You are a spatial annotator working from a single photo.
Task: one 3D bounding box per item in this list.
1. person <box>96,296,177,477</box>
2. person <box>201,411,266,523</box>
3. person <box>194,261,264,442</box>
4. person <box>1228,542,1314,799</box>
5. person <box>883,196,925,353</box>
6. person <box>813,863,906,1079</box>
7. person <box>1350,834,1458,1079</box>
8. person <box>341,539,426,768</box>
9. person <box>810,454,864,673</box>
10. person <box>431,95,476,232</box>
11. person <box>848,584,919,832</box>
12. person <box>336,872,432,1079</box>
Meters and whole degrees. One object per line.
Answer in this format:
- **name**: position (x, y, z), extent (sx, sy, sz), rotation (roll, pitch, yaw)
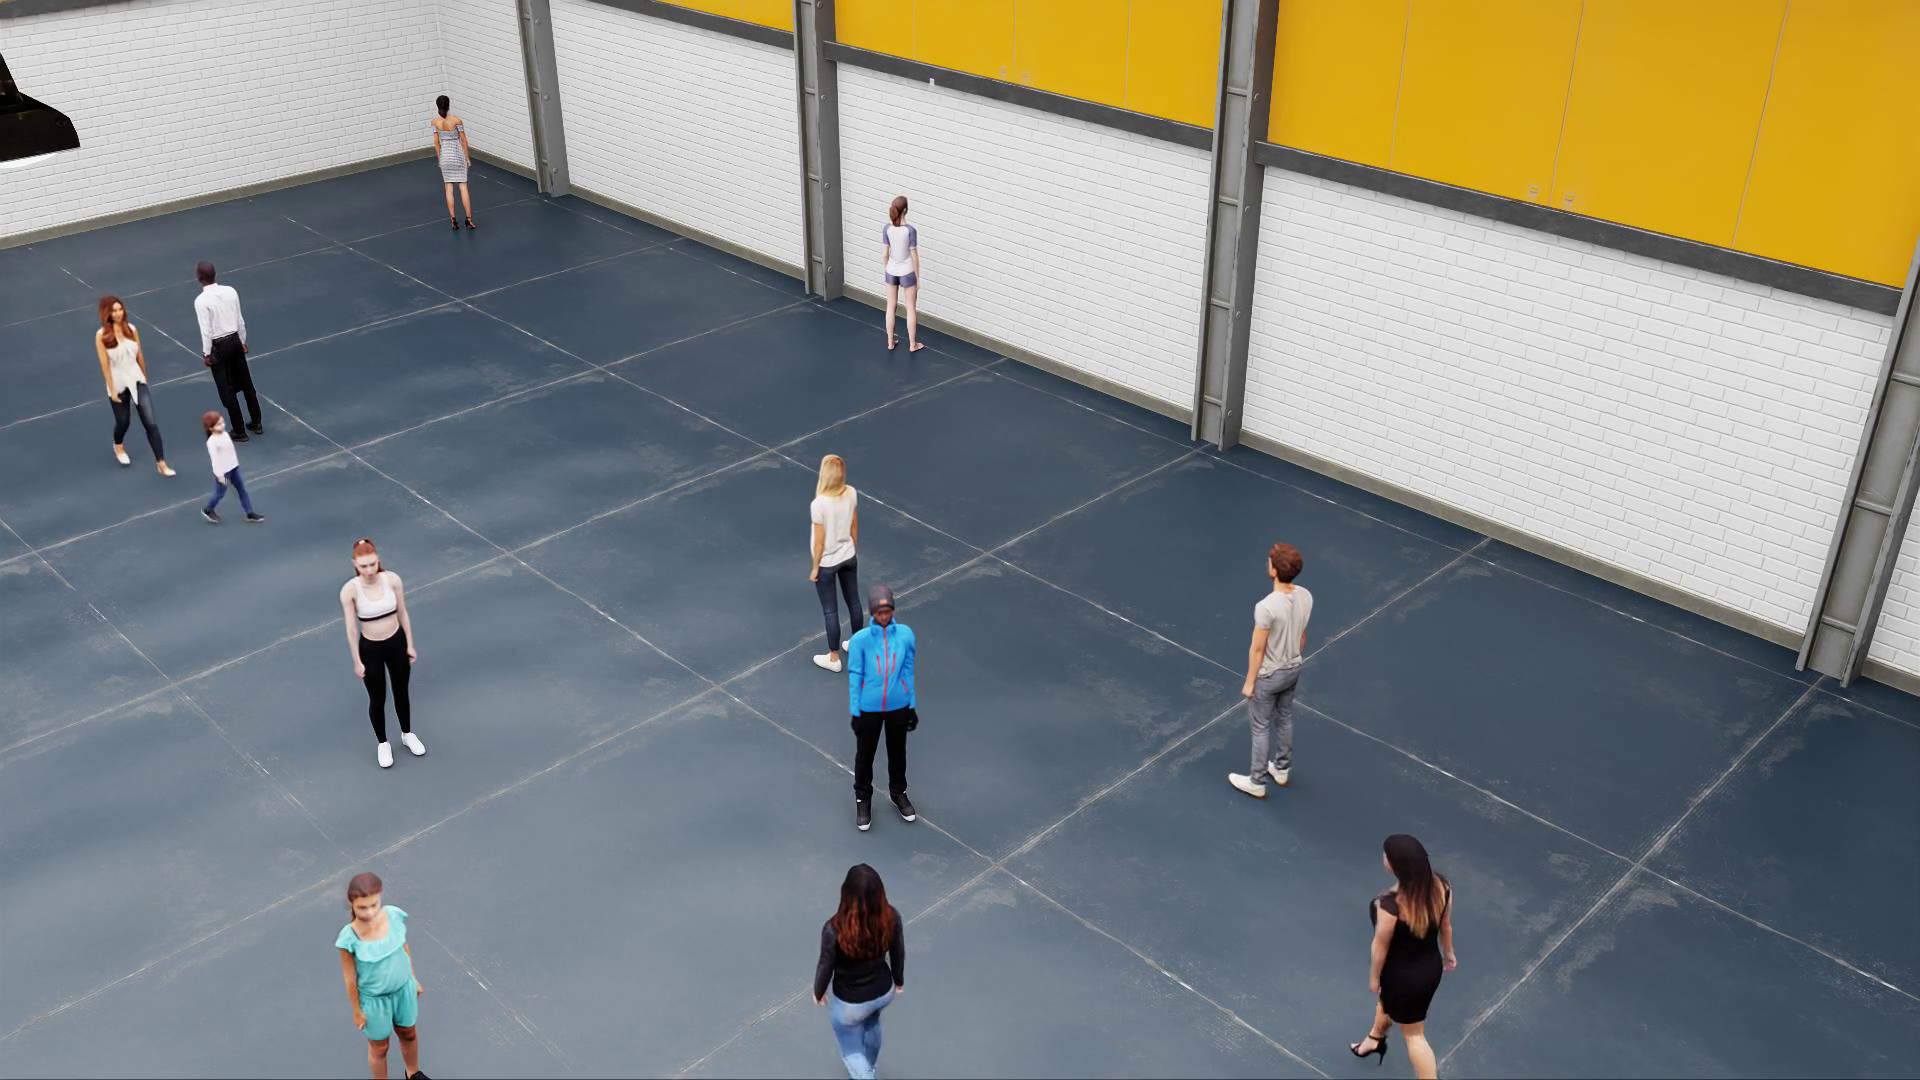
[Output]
- **person**: position (-7.955, -1.454, 15.772), extent (1.109, 1.756, 0.665), rotation (22, 35, 34)
- **person**: position (-6.675, -0.649, 14.990), extent (0.845, 1.091, 0.716), rotation (5, 29, 10)
- **person**: position (-7.271, -1.874, 16.459), extent (0.630, 1.835, 0.702), rotation (15, 32, 25)
- **person**: position (2.149, 0.893, 11.323), extent (0.672, 1.895, 0.586), rotation (-21, 35, -33)
- **person**: position (-0.658, -2.969, 18.537), extent (0.614, 1.766, 0.722), rotation (10, 30, 18)
- **person**: position (-0.493, 2.442, 8.780), extent (0.807, 1.611, 1.076), rotation (-15, 32, -25)
- **person**: position (2.458, 2.361, 8.869), extent (0.771, 1.669, 1.072), rotation (-18, 33, -29)
- **person**: position (-4.056, 0.779, 11.693), extent (0.617, 1.742, 0.550), rotation (-19, 34, -31)
- **person**: position (-0.945, 0.170, 12.740), extent (0.610, 1.809, 0.483), rotation (-25, 37, -38)
- **person**: position (-6.801, -5.059, 22.316), extent (0.675, 1.817, 0.730), rotation (-1, 29, -2)
- **person**: position (-0.517, 1.090, 11.069), extent (0.694, 1.792, 0.695), rotation (-8, 30, -15)
- **person**: position (-3.076, 2.409, 8.897), extent (0.504, 1.558, 0.536), rotation (25, 38, 38)
